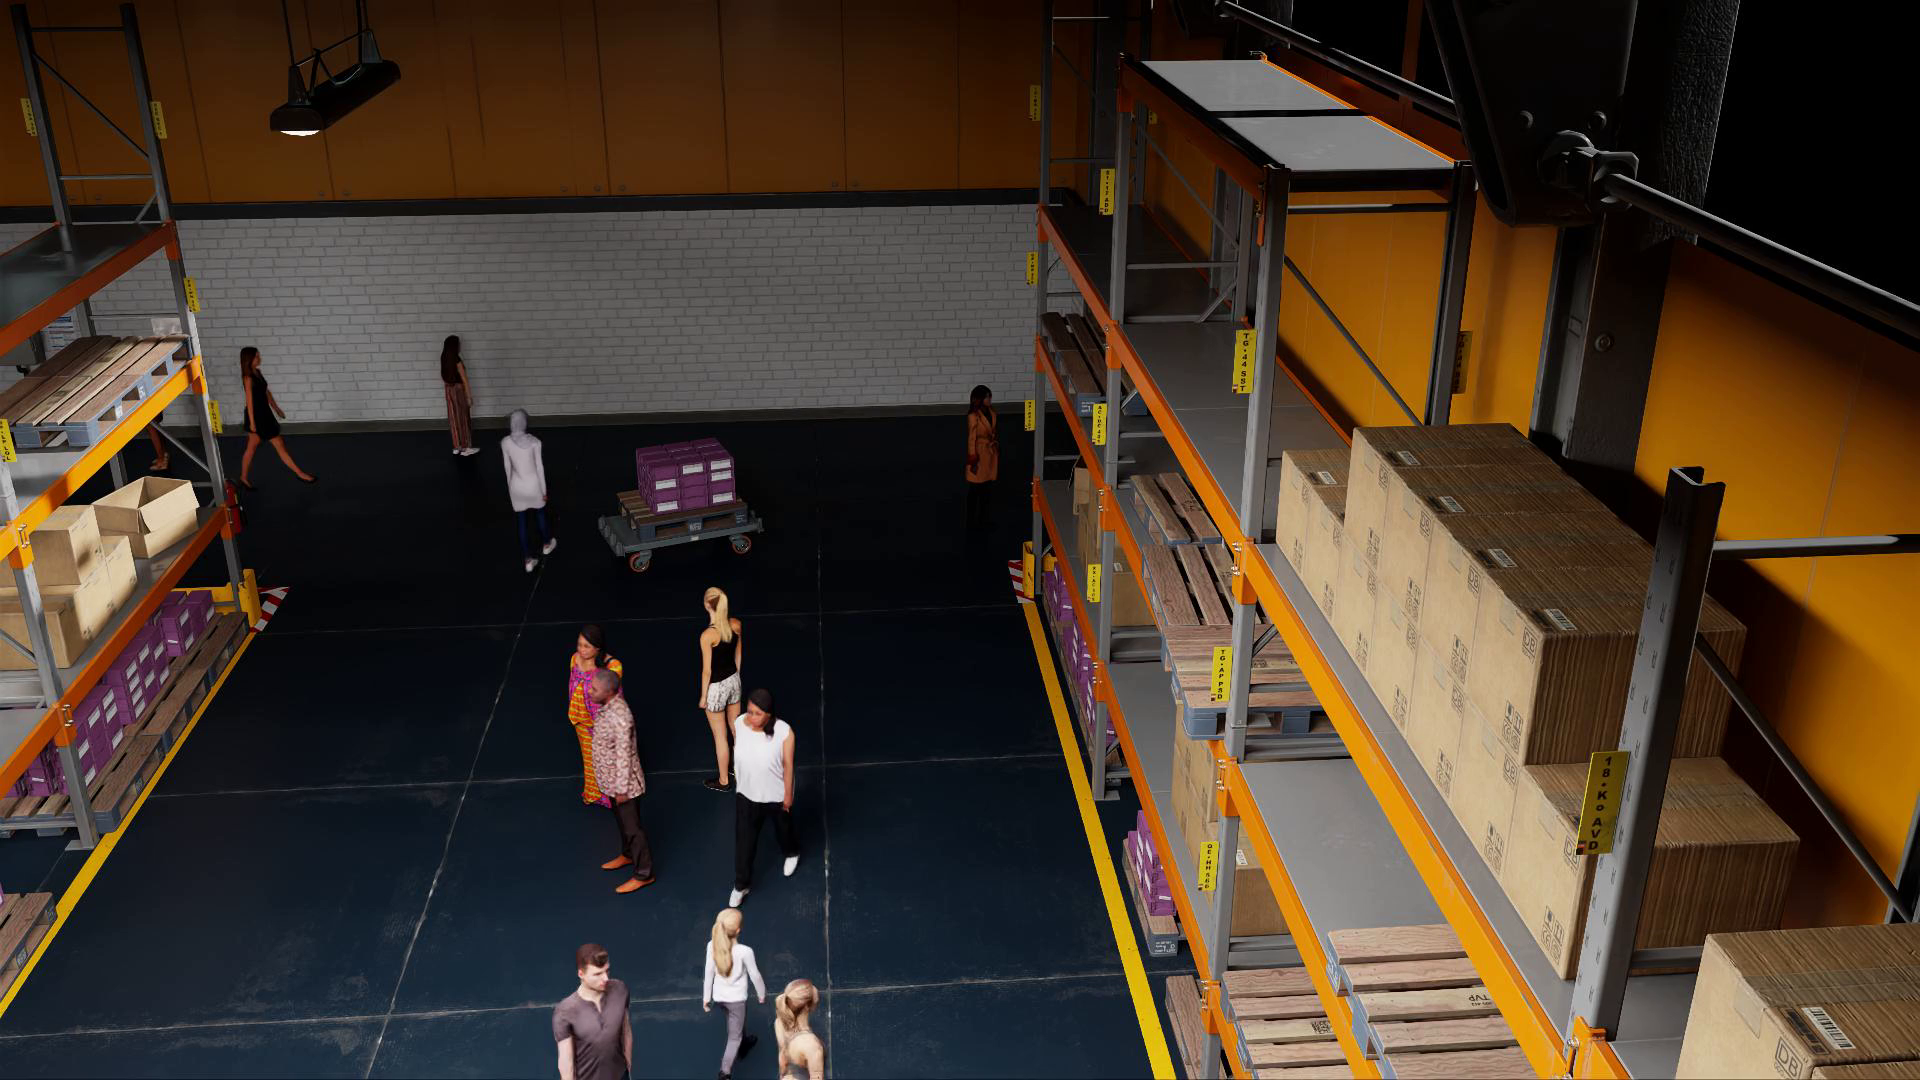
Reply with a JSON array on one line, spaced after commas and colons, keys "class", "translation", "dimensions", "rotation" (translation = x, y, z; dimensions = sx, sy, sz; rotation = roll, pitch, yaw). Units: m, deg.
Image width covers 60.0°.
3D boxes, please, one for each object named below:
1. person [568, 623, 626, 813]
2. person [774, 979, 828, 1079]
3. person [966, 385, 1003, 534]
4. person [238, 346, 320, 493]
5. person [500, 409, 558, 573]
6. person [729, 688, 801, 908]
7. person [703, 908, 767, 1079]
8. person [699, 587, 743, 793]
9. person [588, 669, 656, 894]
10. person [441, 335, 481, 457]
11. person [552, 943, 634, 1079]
[{"class": "person", "translation": [-2.913, 1.410, 13.443], "dimensions": [0.776, 1.676, 0.809], "rotation": [9, 25, 20]}, {"class": "person", "translation": [-0.911, 3.210, 9.306], "dimensions": [0.832, 1.691, 0.732], "rotation": [-15, 28, -31]}, {"class": "person", "translation": [0.242, -0.920, 18.717], "dimensions": [0.826, 1.720, 0.767], "rotation": [19, 30, 36]}, {"class": "person", "translation": [-8.388, -1.381, 19.690], "dimensions": [0.729, 1.785, 1.117], "rotation": [-5, 24, -12]}, {"class": "person", "translation": [-4.647, -0.497, 17.707], "dimensions": [0.739, 1.755, 0.961], "rotation": [2, 24, 5]}, {"class": "person", "translation": [-1.428, 1.851, 12.461], "dimensions": [0.922, 1.654, 1.122], "rotation": [8, 25, 18]}, {"class": "person", "translation": [-1.477, 2.929, 10.488], "dimensions": [0.780, 1.260, 0.972], "rotation": [11, 26, 23]}, {"class": "person", "translation": [-1.954, 1.203, 13.704], "dimensions": [0.737, 1.846, 0.675], "rotation": [18, 30, 36]}, {"class": "person", "translation": [-2.530, 1.769, 12.466], "dimensions": [0.813, 1.801, 0.662], "rotation": [-11, 26, -23]}, {"class": "person", "translation": [-6.366, -1.849, 21.040], "dimensions": [0.645, 1.561, 0.689], "rotation": [13, 27, 28]}, {"class": "person", "translation": [-2.110, 3.053, 9.496], "dimensions": [1.008, 1.826, 1.168], "rotation": [-17, 29, -34]}]
